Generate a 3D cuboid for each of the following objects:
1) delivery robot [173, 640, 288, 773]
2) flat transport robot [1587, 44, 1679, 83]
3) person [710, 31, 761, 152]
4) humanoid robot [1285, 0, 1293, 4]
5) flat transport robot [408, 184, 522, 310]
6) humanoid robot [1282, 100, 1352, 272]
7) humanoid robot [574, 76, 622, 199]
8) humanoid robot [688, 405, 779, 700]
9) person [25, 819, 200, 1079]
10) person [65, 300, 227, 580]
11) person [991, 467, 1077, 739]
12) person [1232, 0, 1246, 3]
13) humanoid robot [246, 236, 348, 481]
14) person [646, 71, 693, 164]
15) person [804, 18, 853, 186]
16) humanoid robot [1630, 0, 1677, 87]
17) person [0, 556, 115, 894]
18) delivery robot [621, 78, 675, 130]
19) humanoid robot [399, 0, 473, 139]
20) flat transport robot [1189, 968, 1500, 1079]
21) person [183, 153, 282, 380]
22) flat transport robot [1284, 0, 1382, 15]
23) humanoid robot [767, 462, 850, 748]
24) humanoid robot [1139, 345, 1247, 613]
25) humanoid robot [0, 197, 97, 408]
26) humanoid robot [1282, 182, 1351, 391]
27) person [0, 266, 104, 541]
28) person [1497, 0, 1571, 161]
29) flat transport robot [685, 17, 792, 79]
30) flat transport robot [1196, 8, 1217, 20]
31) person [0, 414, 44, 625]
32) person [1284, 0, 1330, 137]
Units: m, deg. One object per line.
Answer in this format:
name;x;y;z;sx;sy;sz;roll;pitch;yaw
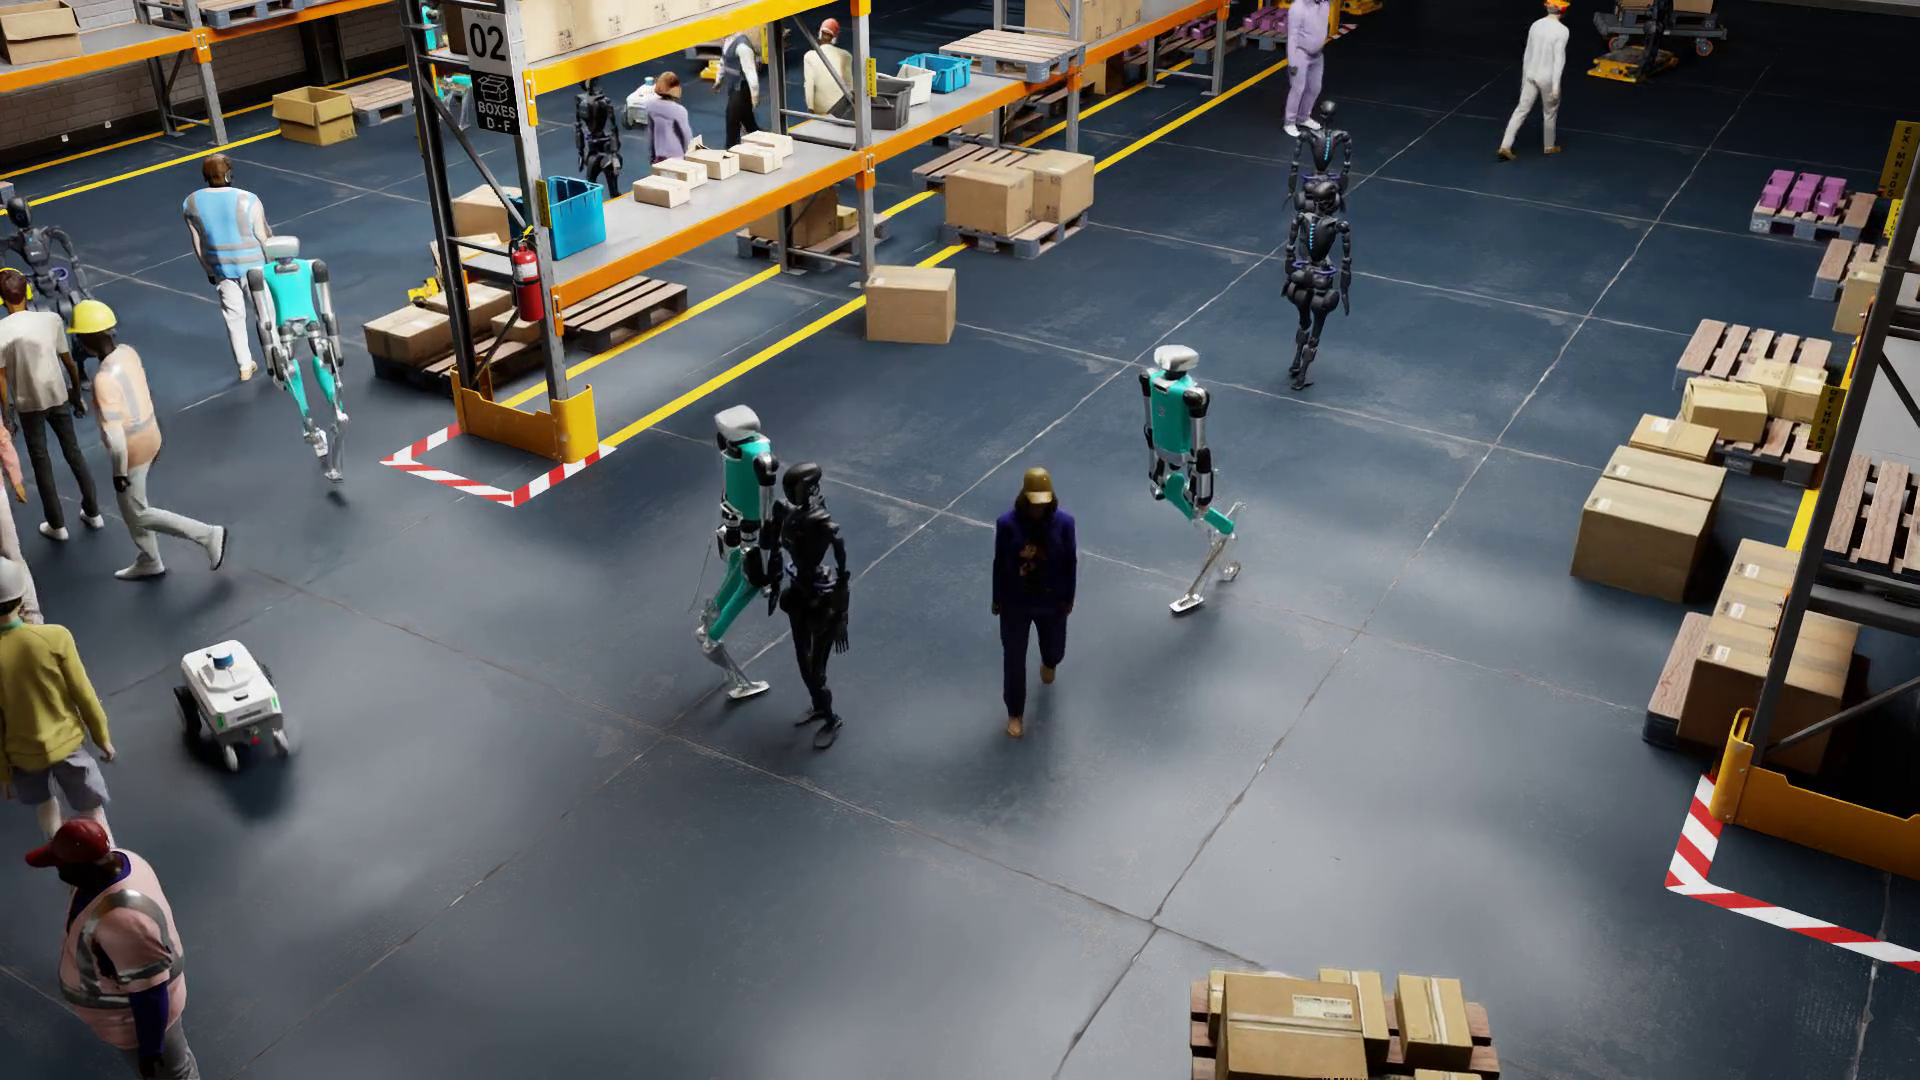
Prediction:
delivery robot;-3.985;0.855;9.109;0.499;0.566;0.739;-20;35;-32
flat transport robot;8.994;-6.354;22.181;0.659;0.231;1.431;24;37;36
person;-2.499;-4.878;18.095;0.845;1.720;0.795;-13;32;-22
humanoid robot;5.002;-8.741;25.005;0.679;1.886;0.553;12;32;20
flat transport robot;-4.172;-2.232;14.890;1.431;0.231;0.659;-11;31;-19
humanoid robot;3.246;-3.144;15.079;0.587;1.647;0.425;-3;30;-5
humanoid robot;-3.507;-3.765;16.203;0.609;1.640;0.610;18;34;29
humanoid robot;-1.315;0.179;9.181;0.662;1.847;0.541;-19;34;-30
person;-3.132;1.764;6.311;0.420;1.751;0.626;-17;34;-27
person;-5.089;-0.587;10.319;0.667;1.900;0.588;-8;30;-13
person;0.398;0.283;9.083;0.461;1.612;0.526;1;29;1
person;4.516;-9.283;25.896;0.826;1.711;0.584;-26;39;-38
humanoid robot;-4.508;-1.165;11.507;0.530;1.716;1.051;-13;32;-22
person;-2.766;-3.741;16.181;0.519;1.615;0.450;19;35;30
person;-1.383;-4.651;17.703;0.574;1.705;0.522;-10;31;-18
humanoid robot;8.971;-6.675;21.317;0.321;1.654;0.602;25;38;37
person;-4.150;0.994;7.591;0.513;1.852;0.827;-16;33;-27
delivery robot;-3.695;-5.202;19.867;0.499;0.608;0.811;8;30;13
humanoid robot;-5.941;-5.413;19.026;0.548;1.735;1.041;14;32;23
flat transport robot;1.530;2.358;6.771;0.659;0.231;1.431;3;30;6
person;-5.675;-2.145;13.138;0.626;1.844;0.429;-1;29;-2
flat transport robot;5.734;-8.353;25.717;1.431;0.231;0.659;23;37;34
humanoid robot;-0.801;0.322;8.941;0.613;1.655;0.320;23;37;35
humanoid robot;1.513;-0.371;10.174;0.861;1.855;0.556;-19;34;-29
humanoid robot;-6.966;-1.844;12.793;0.612;1.631;0.695;-18;34;-29
humanoid robot;2.788;-2.007;13.062;0.602;1.643;0.453;23;37;35
person;-6.020;-0.886;10.902;0.338;1.855;0.524;23;37;34
person;6.432;-5.136;18.425;0.974;1.855;0.583;-19;35;-30
flat transport robot;-2.962;-6.450;22.351;0.659;0.231;1.431;5;30;8
flat transport robot;3.341;-7.638;24.454;0.659;0.231;1.431;17;33;27
person;-5.736;-0.220;9.625;0.614;1.941;0.997;-16;33;-26
person;3.988;-5.591;19.213;0.671;1.868;0.456;-21;36;-32
